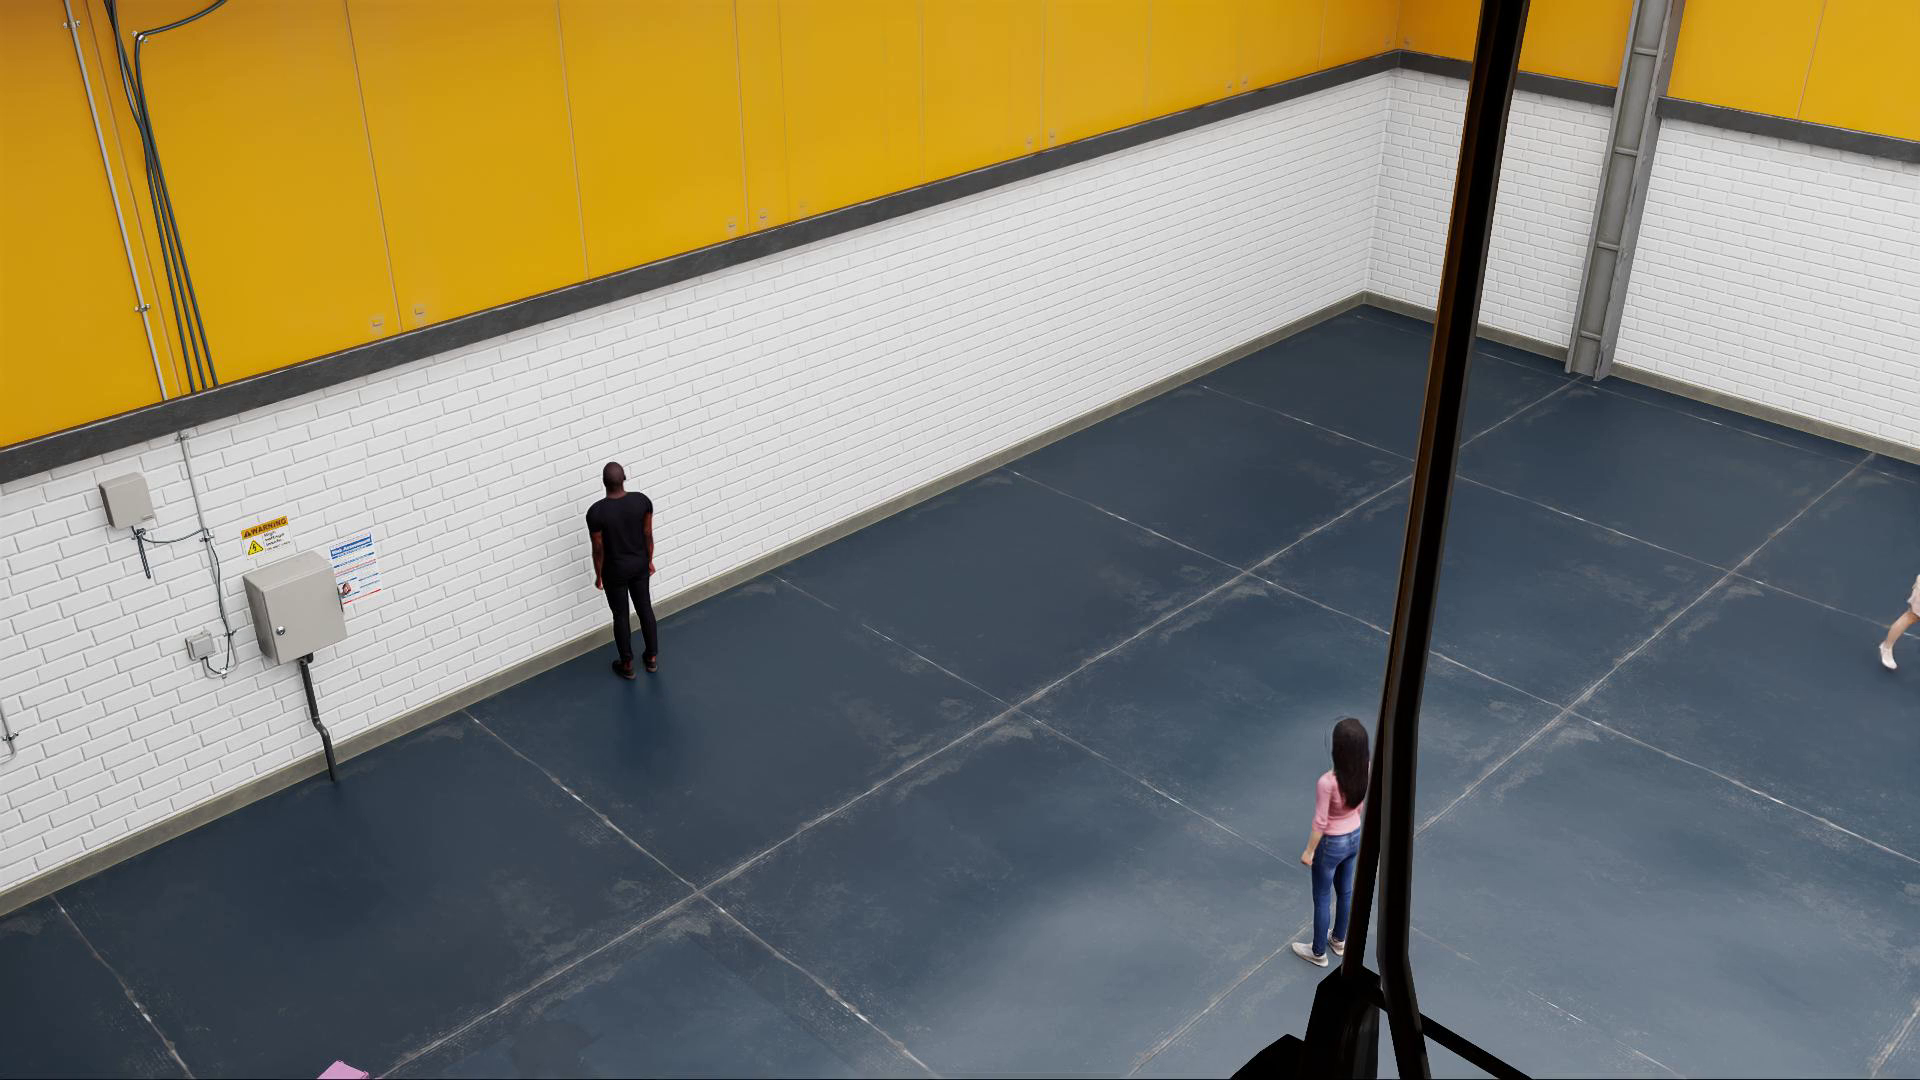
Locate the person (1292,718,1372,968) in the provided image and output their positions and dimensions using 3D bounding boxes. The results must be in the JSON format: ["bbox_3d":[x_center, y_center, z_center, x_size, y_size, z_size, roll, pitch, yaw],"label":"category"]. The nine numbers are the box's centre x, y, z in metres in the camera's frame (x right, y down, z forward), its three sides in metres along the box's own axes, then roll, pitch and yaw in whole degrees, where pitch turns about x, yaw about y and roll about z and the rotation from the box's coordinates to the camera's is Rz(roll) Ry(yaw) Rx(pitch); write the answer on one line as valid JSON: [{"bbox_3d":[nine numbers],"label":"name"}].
[{"bbox_3d":[2.247,1.800,9.932,0.604,1.742,0.563,-18,33,-30],"label":"person"}]

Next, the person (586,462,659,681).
[{"bbox_3d":[-2.559,0.227,12.735,0.719,1.820,0.653,-16,32,-26],"label":"person"}]
